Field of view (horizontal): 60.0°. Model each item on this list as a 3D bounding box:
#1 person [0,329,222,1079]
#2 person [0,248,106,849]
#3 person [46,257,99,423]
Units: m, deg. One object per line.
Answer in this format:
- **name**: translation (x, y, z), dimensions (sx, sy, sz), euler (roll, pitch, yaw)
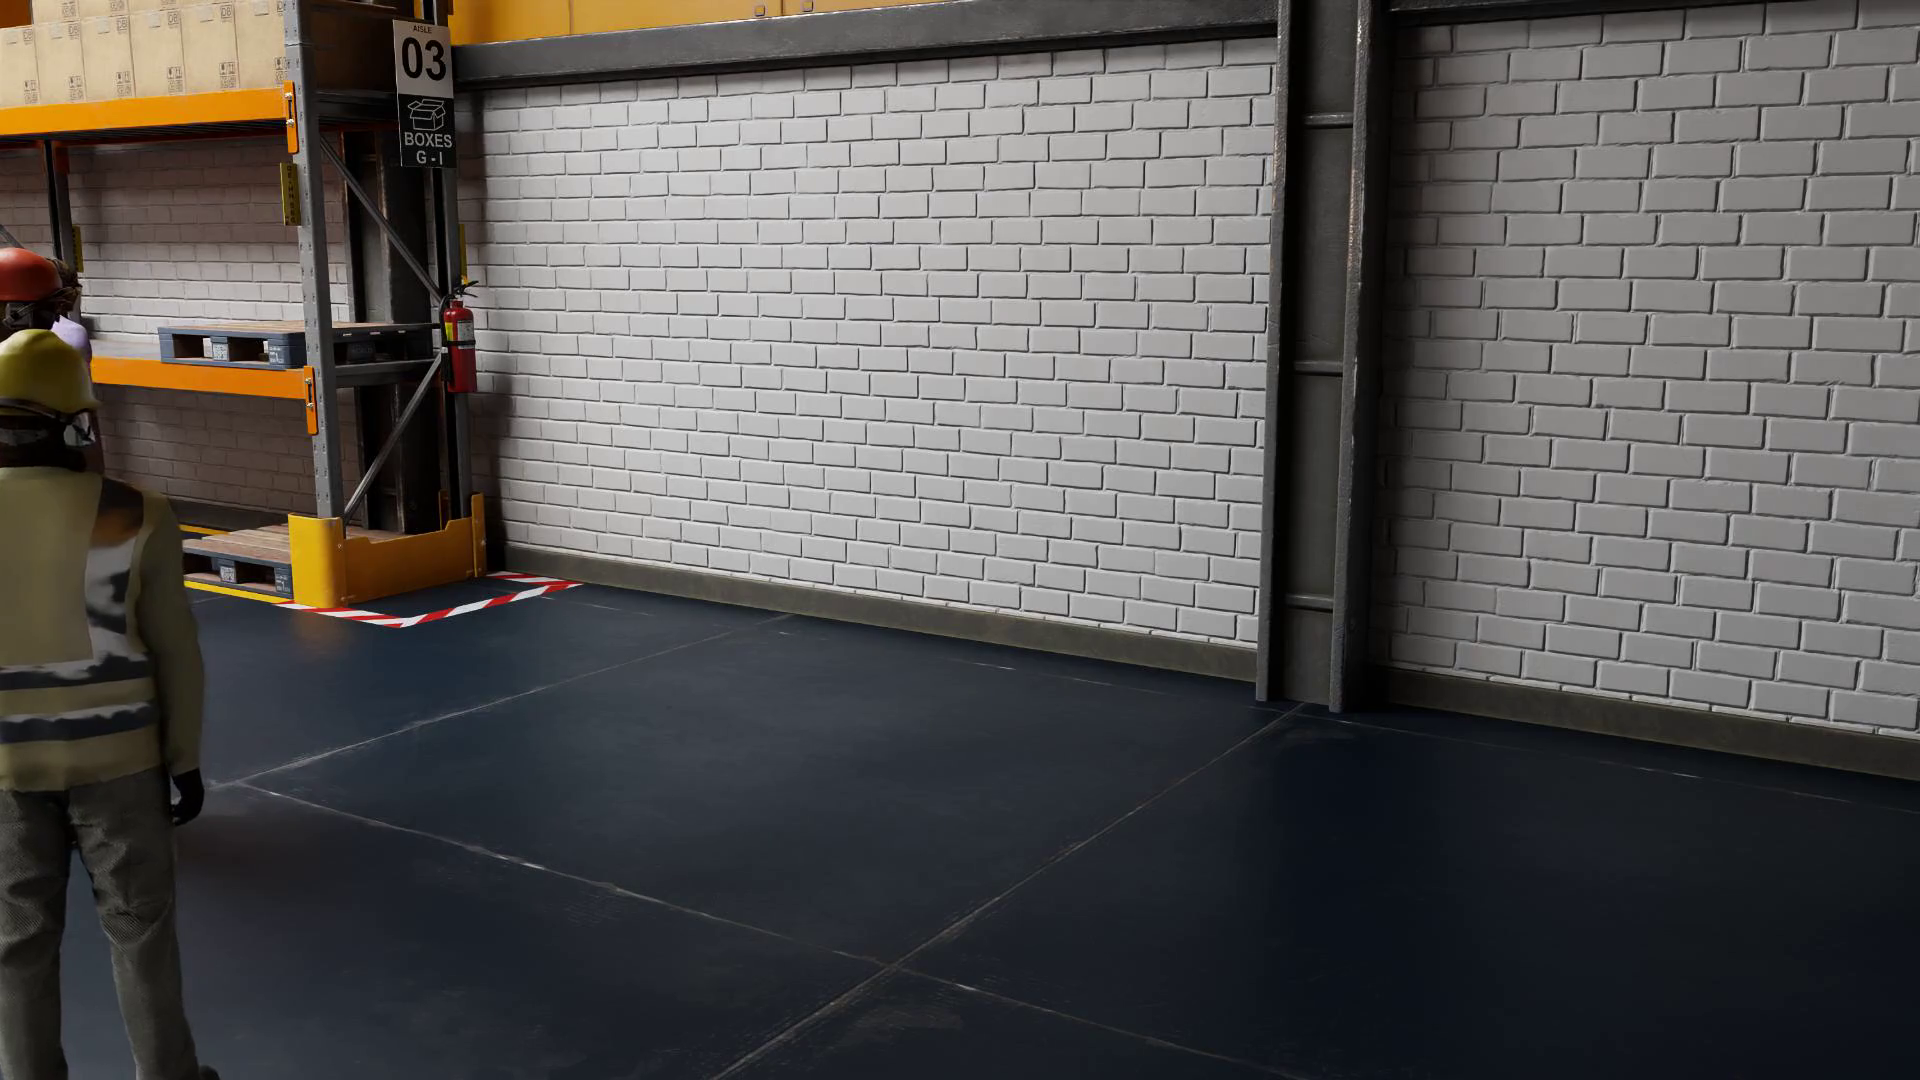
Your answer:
- **person**: translation (-1.962, 0.461, 3.651), dimensions (0.591, 1.833, 0.404), euler (-2, 10, -12)
- **person**: translation (-3.039, 0.038, 5.548), dimensions (0.378, 1.995, 0.609), euler (-4, 11, -23)
- **person**: translation (-4.731, -0.509, 8.761), dimensions (0.628, 1.932, 0.360), euler (7, 12, 34)
